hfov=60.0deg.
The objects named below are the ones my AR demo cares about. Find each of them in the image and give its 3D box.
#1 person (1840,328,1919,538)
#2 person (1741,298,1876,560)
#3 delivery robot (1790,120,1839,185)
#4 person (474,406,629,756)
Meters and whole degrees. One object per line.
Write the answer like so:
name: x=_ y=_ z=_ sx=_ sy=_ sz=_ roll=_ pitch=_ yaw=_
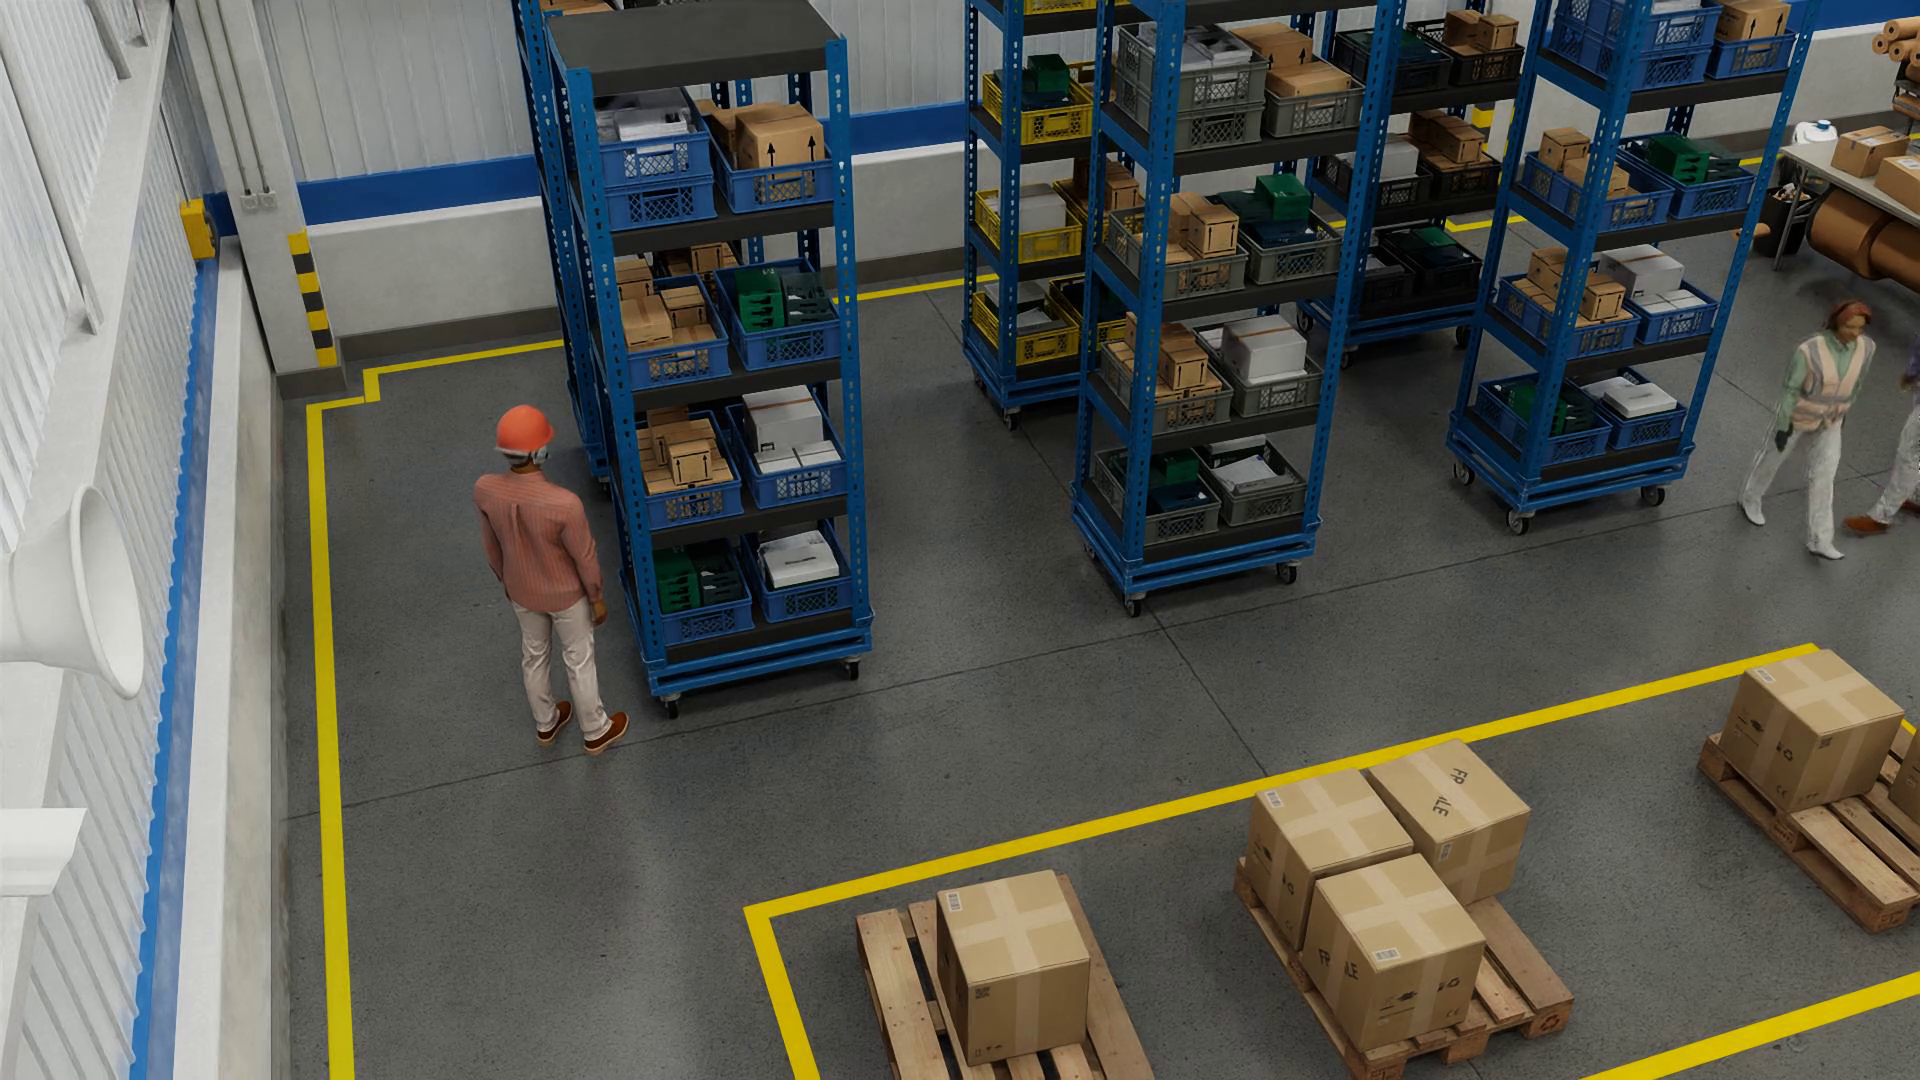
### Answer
person: x=5.797 y=-0.892 z=9.899 sx=0.655 sy=1.912 sz=0.636 roll=6 pitch=36 yaw=9
person: x=5.066 y=-0.655 z=9.816 sx=0.531 sy=1.598 sz=0.816 roll=-3 pitch=35 yaw=-4
delivery robot: x=7.510 y=-3.437 z=14.582 sx=0.477 sy=0.478 sz=0.707 roll=12 pitch=37 yaw=16
person: x=-2.028 y=0.224 z=8.229 sx=0.611 sy=1.996 sz=0.375 roll=11 pitch=37 yaw=15
